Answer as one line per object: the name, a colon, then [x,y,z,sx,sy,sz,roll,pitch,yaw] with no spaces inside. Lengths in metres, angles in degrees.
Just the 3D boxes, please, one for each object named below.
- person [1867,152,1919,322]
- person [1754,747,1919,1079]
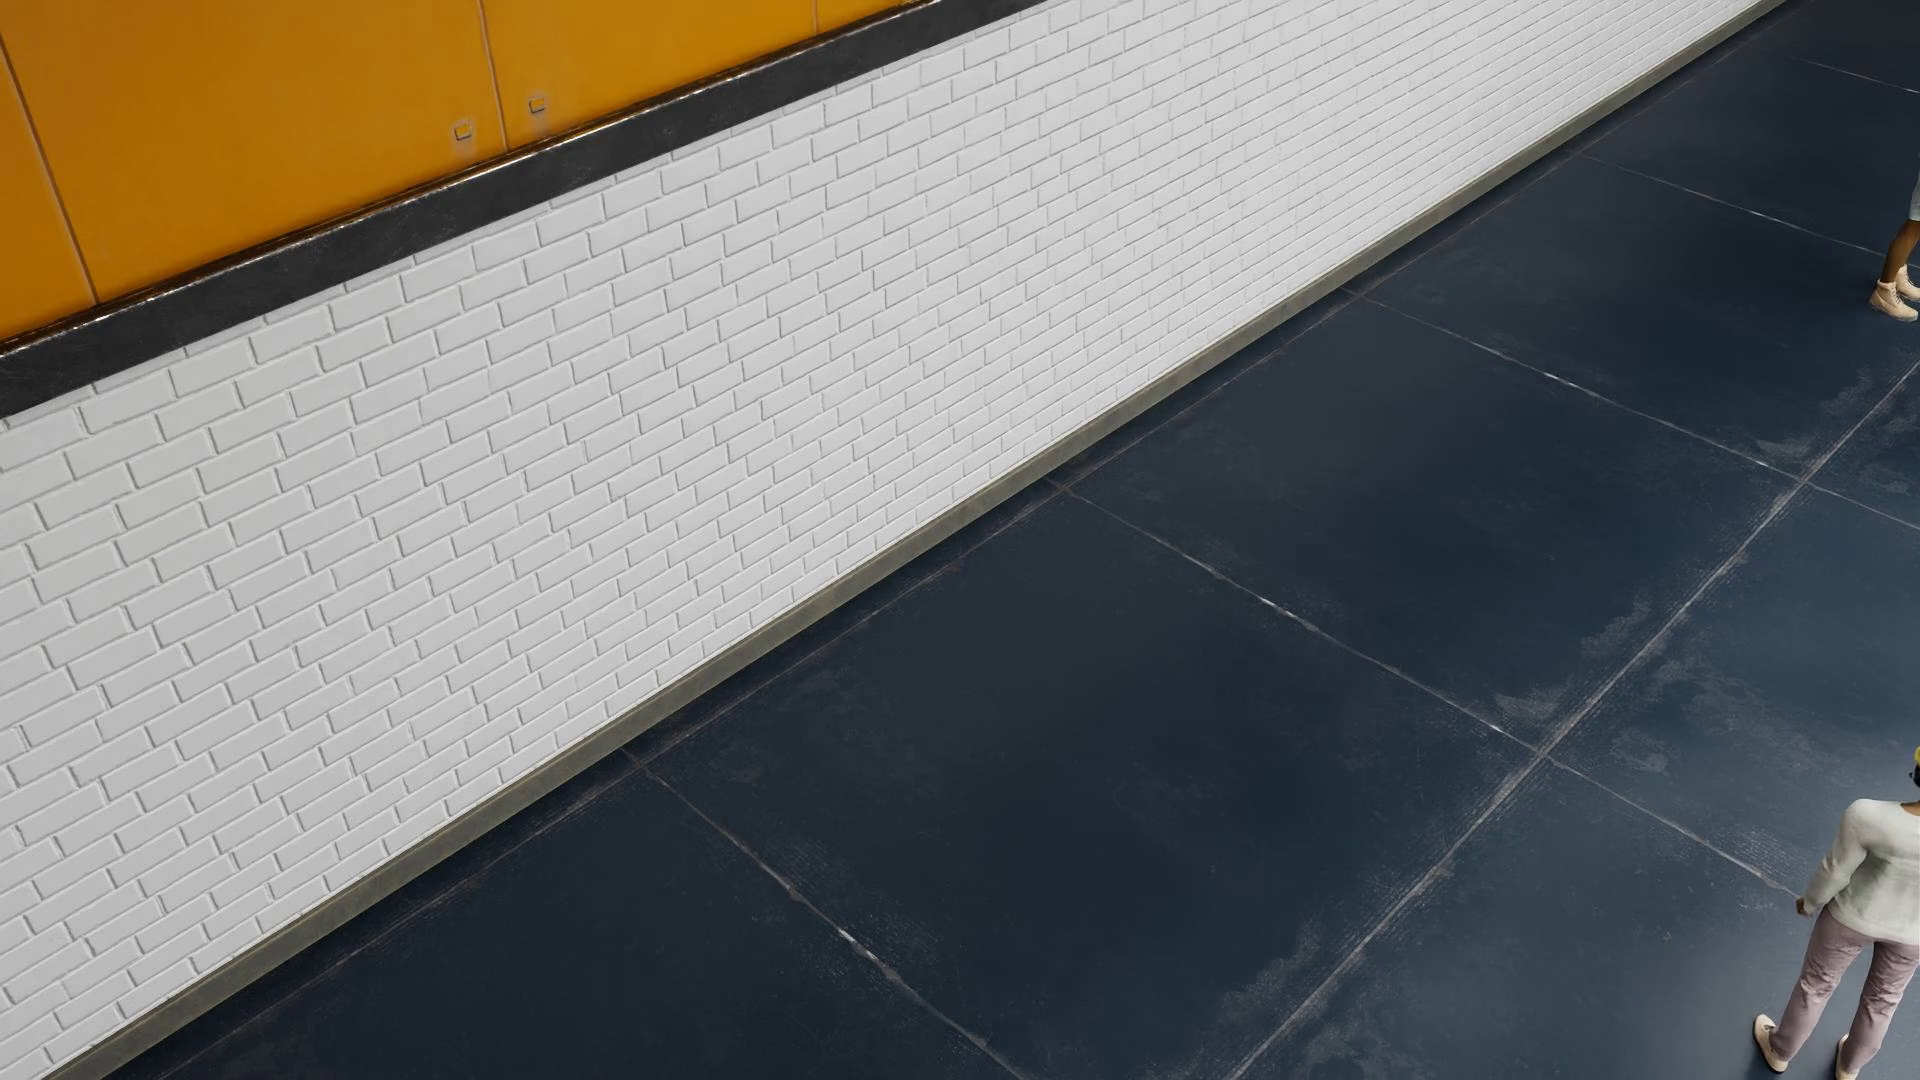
person: [6.235,-2.375,10.468,0.366,2.048,0.606,27,46,29]
person: [3.332,1.350,6.037,0.523,1.763,0.321,11,40,14]
